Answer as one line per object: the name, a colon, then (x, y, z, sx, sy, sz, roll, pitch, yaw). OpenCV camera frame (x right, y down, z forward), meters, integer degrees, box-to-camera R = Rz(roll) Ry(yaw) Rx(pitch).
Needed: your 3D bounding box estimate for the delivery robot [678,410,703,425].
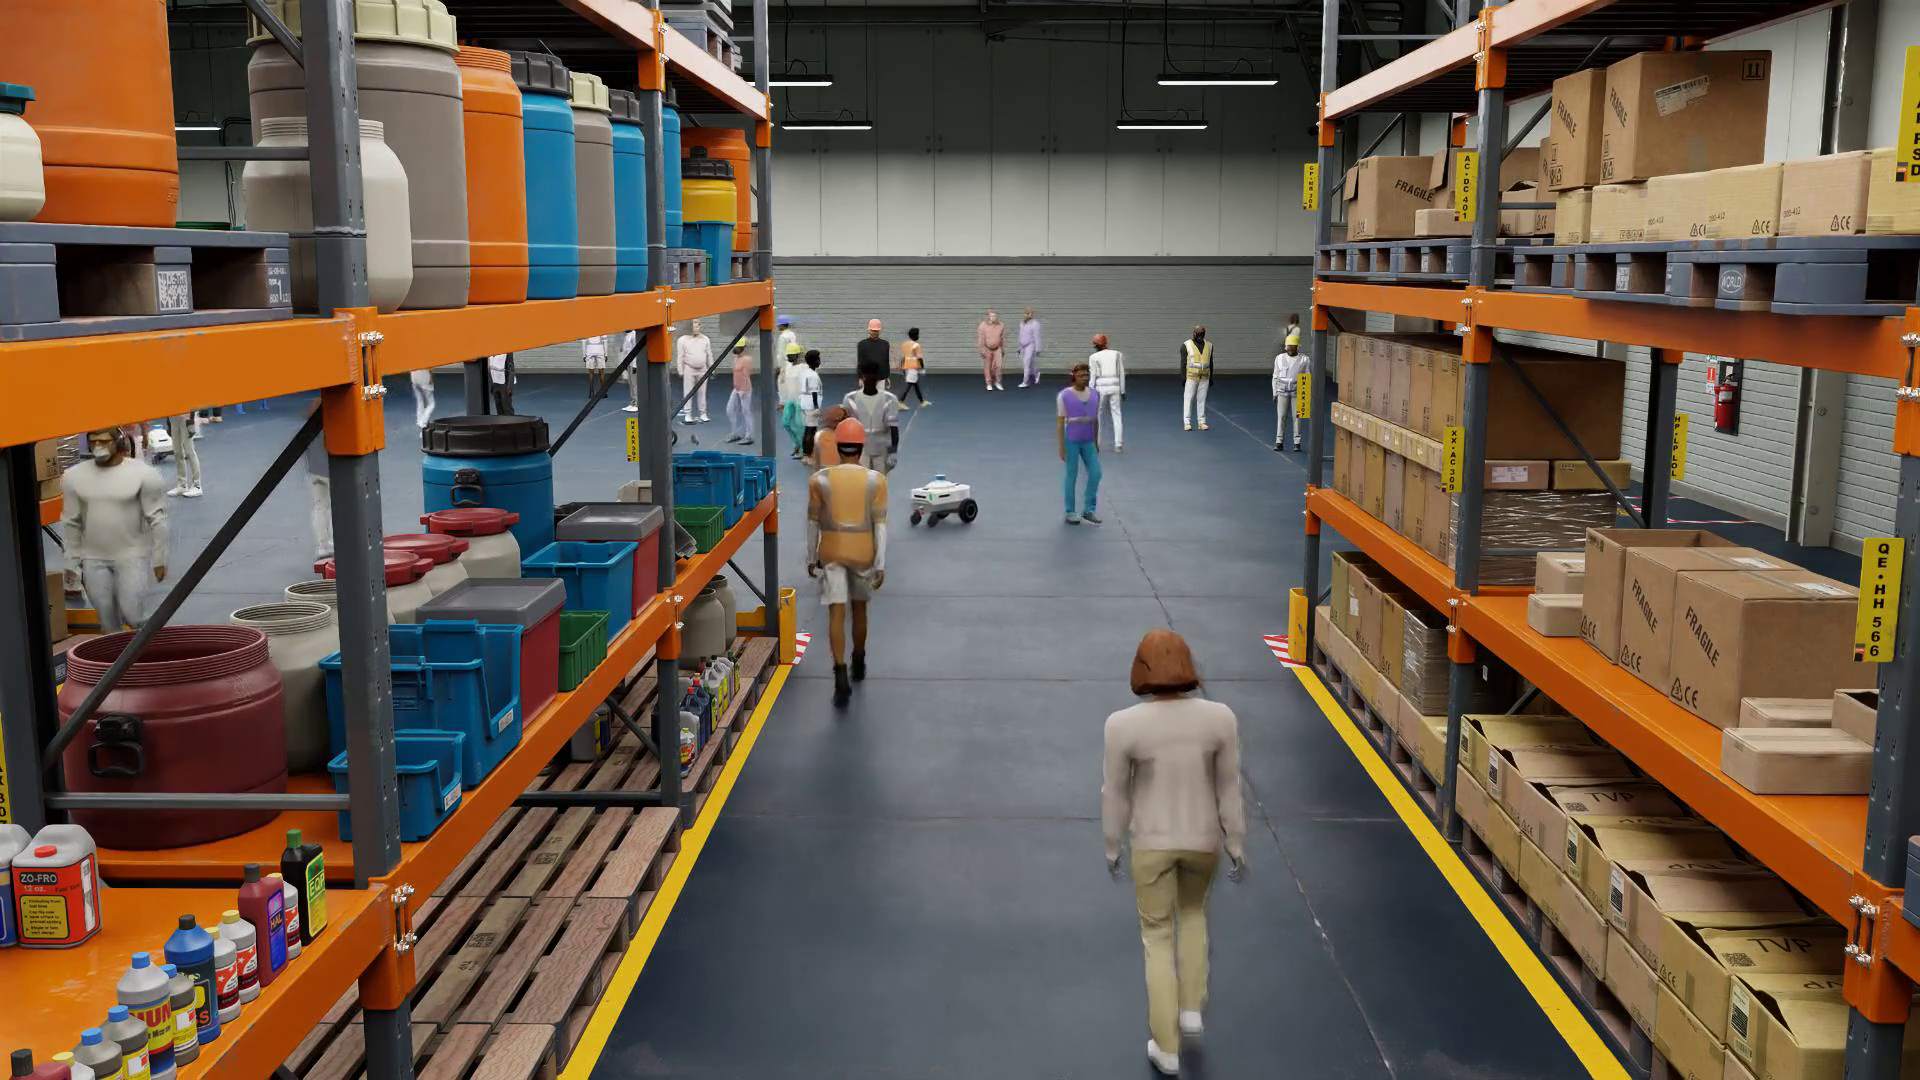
delivery robot: (-4.553, -2.001, 27.145, 0.698, 0.223, 0.335, -3, 10, -16)

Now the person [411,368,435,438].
person: (-9.087, -2.641, 28.066, 0.496, 1.848, 0.477, 3, 10, 15)

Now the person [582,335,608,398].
person: (-7.988, -4.084, 36.412, 0.545, 1.939, 0.373, -1, 10, -8)

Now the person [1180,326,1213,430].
person: (4.202, -2.869, 29.432, 0.626, 1.842, 0.429, -3, 10, -17)

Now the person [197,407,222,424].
person: (-14.008, -3.166, 30.734, 0.536, 2.000, 0.688, 4, 10, 21)

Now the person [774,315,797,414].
person: (-3.483, -3.445, 32.616, 0.753, 1.920, 0.633, 2, 10, 13)

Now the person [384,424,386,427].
person: (-10.430, -2.739, 29.153, 0.754, 1.663, 0.545, -2, 10, -14)

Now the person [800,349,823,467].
person: (-2.150, -1.923, 24.189, 0.317, 1.695, 0.540, -3, 10, -18)

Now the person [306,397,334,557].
person: (-6.372, -0.642, 16.760, 0.501, 1.620, 0.358, 4, 10, 21)

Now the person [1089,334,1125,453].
person: (2.306, -2.310, 26.115, 0.650, 1.841, 0.637, -2, 10, -14)

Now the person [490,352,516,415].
person: (-7.471, -2.527, 27.163, 0.587, 1.915, 0.393, 9, 13, 43)

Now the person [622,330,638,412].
person: (-6.526, -3.504, 33.007, 0.386, 1.917, 0.584, -4, 10, -25)

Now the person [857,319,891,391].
person: (-1.465, -2.792, 28.514, 0.614, 1.990, 0.392, -5, 11, -27)

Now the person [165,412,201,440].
person: (-13.037, -2.450, 27.599, 0.778, 1.602, 0.536, -3, 10, -15)

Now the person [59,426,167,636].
person: (-5.680, 0.137, 11.170, 0.635, 1.923, 0.467, -1, 10, -5)

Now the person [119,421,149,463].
person: (-9.738, -1.242, 19.274, 0.621, 1.977, 0.575, -8, 12, -40)

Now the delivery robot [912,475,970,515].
delivery robot: (-0.217, -0.502, 18.939, 0.477, 0.478, 0.707, 9, 13, 42)

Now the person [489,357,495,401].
person: (-9.745, -3.734, 35.246, 0.530, 1.614, 0.454, 0, 9, -2)

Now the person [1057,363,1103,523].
person: (1.388, -1.080, 18.755, 0.589, 1.821, 0.647, -5, 11, -27)

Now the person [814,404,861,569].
person: (-1.161, -0.471, 15.695, 0.532, 1.623, 0.403, 6, 11, 32)

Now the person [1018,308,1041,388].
person: (1.662, -4.564, 39.419, 0.695, 1.882, 0.646, -7, 12, -35)

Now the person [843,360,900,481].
person: (-0.928, -0.929, 17.558, 0.614, 1.914, 0.963, -1, 10, -5)

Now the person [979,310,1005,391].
person: (0.741, -4.358, 38.292, 0.639, 1.864, 0.763, -2, 10, -11)

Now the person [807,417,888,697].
person: (-0.780, 0.105, 11.472, 0.564, 1.893, 0.985, 0, 9, -2)

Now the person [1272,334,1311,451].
person: (5.203, -2.321, 26.170, 0.590, 1.833, 0.404, 3, 10, 19)

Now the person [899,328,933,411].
person: (-0.920, -3.429, 33.352, 0.886, 1.644, 0.547, -6, 11, -32)

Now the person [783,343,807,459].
person: (-2.473, -2.094, 25.064, 0.385, 1.750, 0.549, -9, 13, -42)

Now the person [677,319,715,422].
person: (-4.903, -3.138, 30.878, 0.665, 1.900, 0.397, -5, 11, -27)

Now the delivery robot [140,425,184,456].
delivery robot: (-11.894, -1.466, 24.717, 0.477, 0.478, 0.707, 3, 10, 15)

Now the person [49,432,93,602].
person: (-7.662, -0.385, 14.361, 0.767, 1.918, 0.627, 8, 12, 38)

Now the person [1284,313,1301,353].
person: (7.603, -4.281, 38.066, 0.986, 1.794, 0.536, -7, 11, -34)

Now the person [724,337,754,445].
person: (-3.611, -2.418, 27.004, 0.558, 1.754, 0.531, -7, 12, -35)

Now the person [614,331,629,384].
person: (-8.318, -4.795, 40.820, 0.346, 1.907, 0.780, -4, 10, -23)

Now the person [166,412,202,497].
person: (-9.890, -1.483, 21.083, 0.494, 1.861, 0.329, 4, 10, 25)

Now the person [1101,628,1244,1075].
person: (0.782, 1.135, 6.143, 0.516, 1.600, 0.511, -1, 10, -6)
